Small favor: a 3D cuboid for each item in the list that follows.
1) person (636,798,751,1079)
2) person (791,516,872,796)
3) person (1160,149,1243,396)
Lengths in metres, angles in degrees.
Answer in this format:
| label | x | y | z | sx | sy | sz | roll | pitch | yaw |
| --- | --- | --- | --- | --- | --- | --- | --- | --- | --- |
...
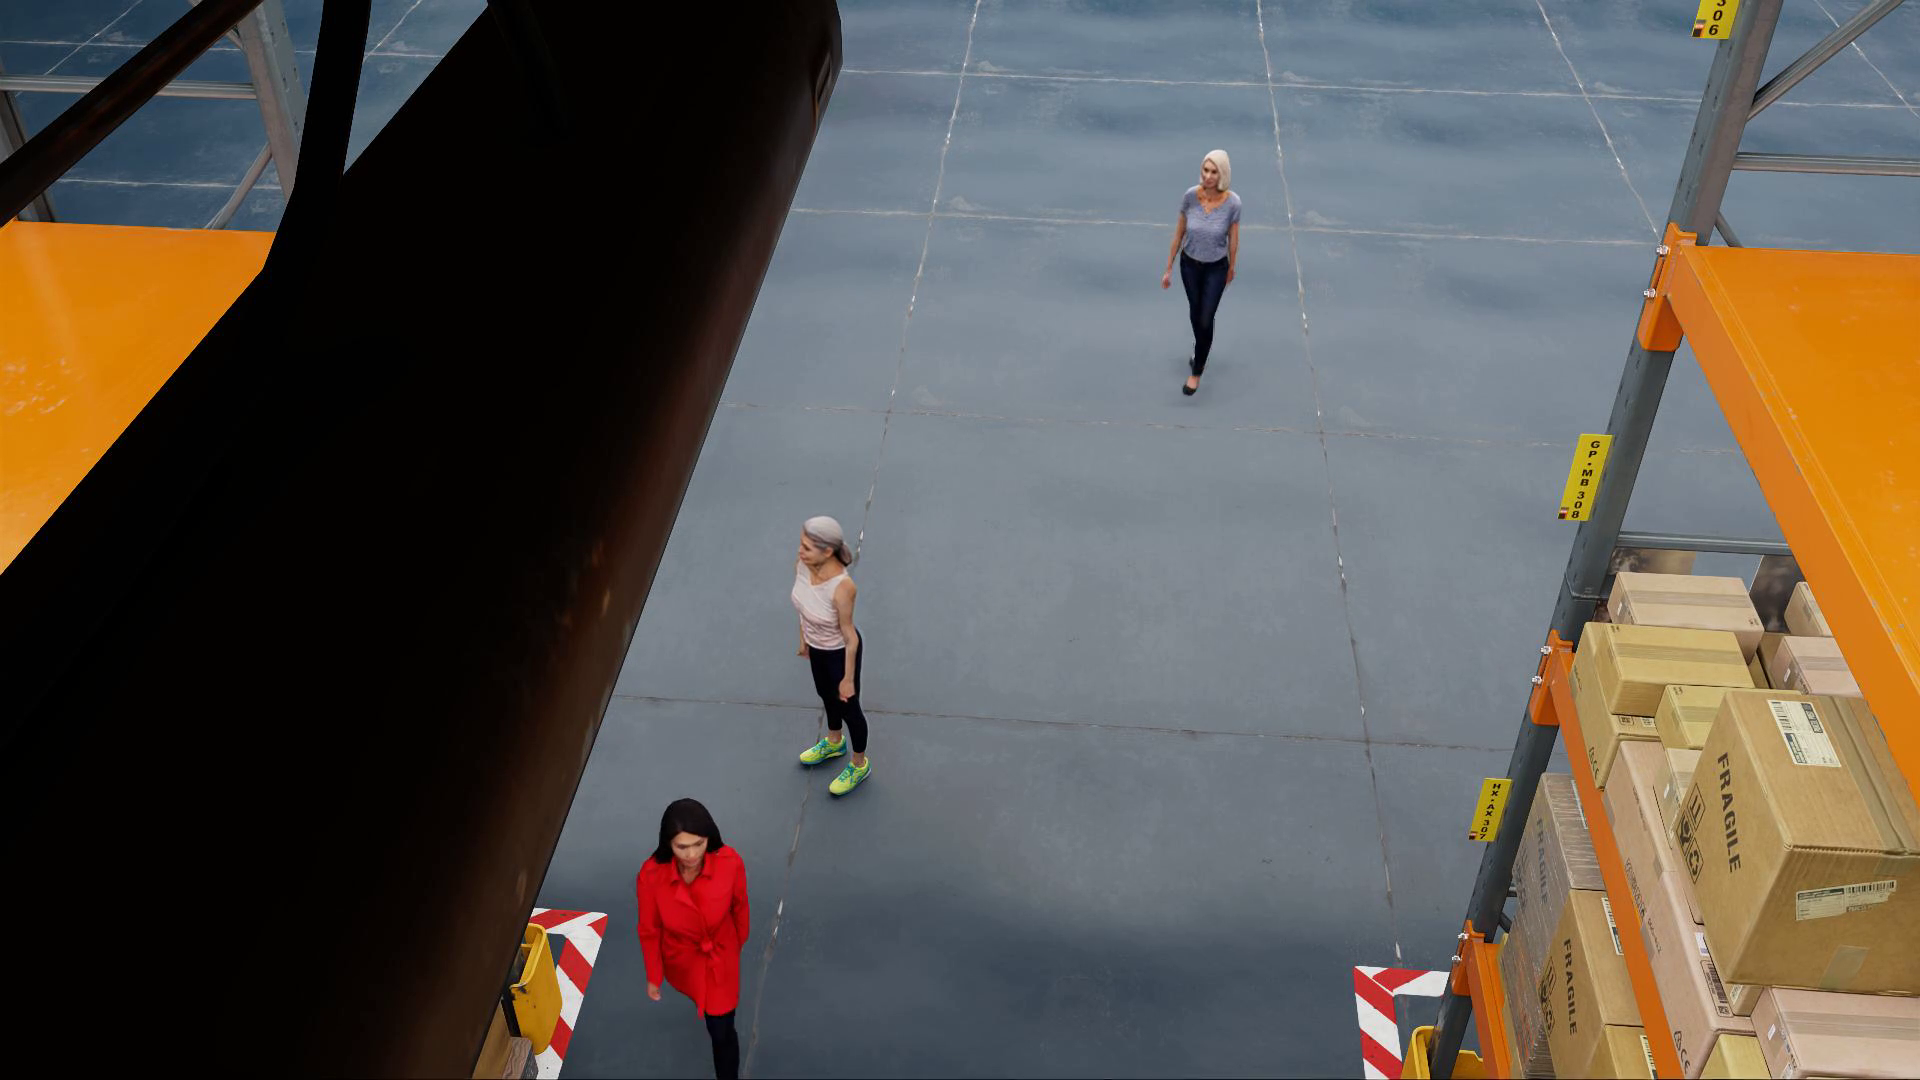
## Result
| label | x | y | z | sx | sy | sz | roll | pitch | yaw |
| --- | --- | --- | --- | --- | --- | --- | --- | --- | --- |
| person | -1.118 | 1.673 | 6.973 | 0.806 | 1.708 | 1.163 | -6 | 39 | -8 |
| person | -0.637 | 0.564 | 8.397 | 0.747 | 1.701 | 0.677 | -25 | 44 | -28 |
| person | 1.730 | -1.941 | 11.603 | 0.823 | 1.695 | 1.020 | 18 | 42 | 22 |
